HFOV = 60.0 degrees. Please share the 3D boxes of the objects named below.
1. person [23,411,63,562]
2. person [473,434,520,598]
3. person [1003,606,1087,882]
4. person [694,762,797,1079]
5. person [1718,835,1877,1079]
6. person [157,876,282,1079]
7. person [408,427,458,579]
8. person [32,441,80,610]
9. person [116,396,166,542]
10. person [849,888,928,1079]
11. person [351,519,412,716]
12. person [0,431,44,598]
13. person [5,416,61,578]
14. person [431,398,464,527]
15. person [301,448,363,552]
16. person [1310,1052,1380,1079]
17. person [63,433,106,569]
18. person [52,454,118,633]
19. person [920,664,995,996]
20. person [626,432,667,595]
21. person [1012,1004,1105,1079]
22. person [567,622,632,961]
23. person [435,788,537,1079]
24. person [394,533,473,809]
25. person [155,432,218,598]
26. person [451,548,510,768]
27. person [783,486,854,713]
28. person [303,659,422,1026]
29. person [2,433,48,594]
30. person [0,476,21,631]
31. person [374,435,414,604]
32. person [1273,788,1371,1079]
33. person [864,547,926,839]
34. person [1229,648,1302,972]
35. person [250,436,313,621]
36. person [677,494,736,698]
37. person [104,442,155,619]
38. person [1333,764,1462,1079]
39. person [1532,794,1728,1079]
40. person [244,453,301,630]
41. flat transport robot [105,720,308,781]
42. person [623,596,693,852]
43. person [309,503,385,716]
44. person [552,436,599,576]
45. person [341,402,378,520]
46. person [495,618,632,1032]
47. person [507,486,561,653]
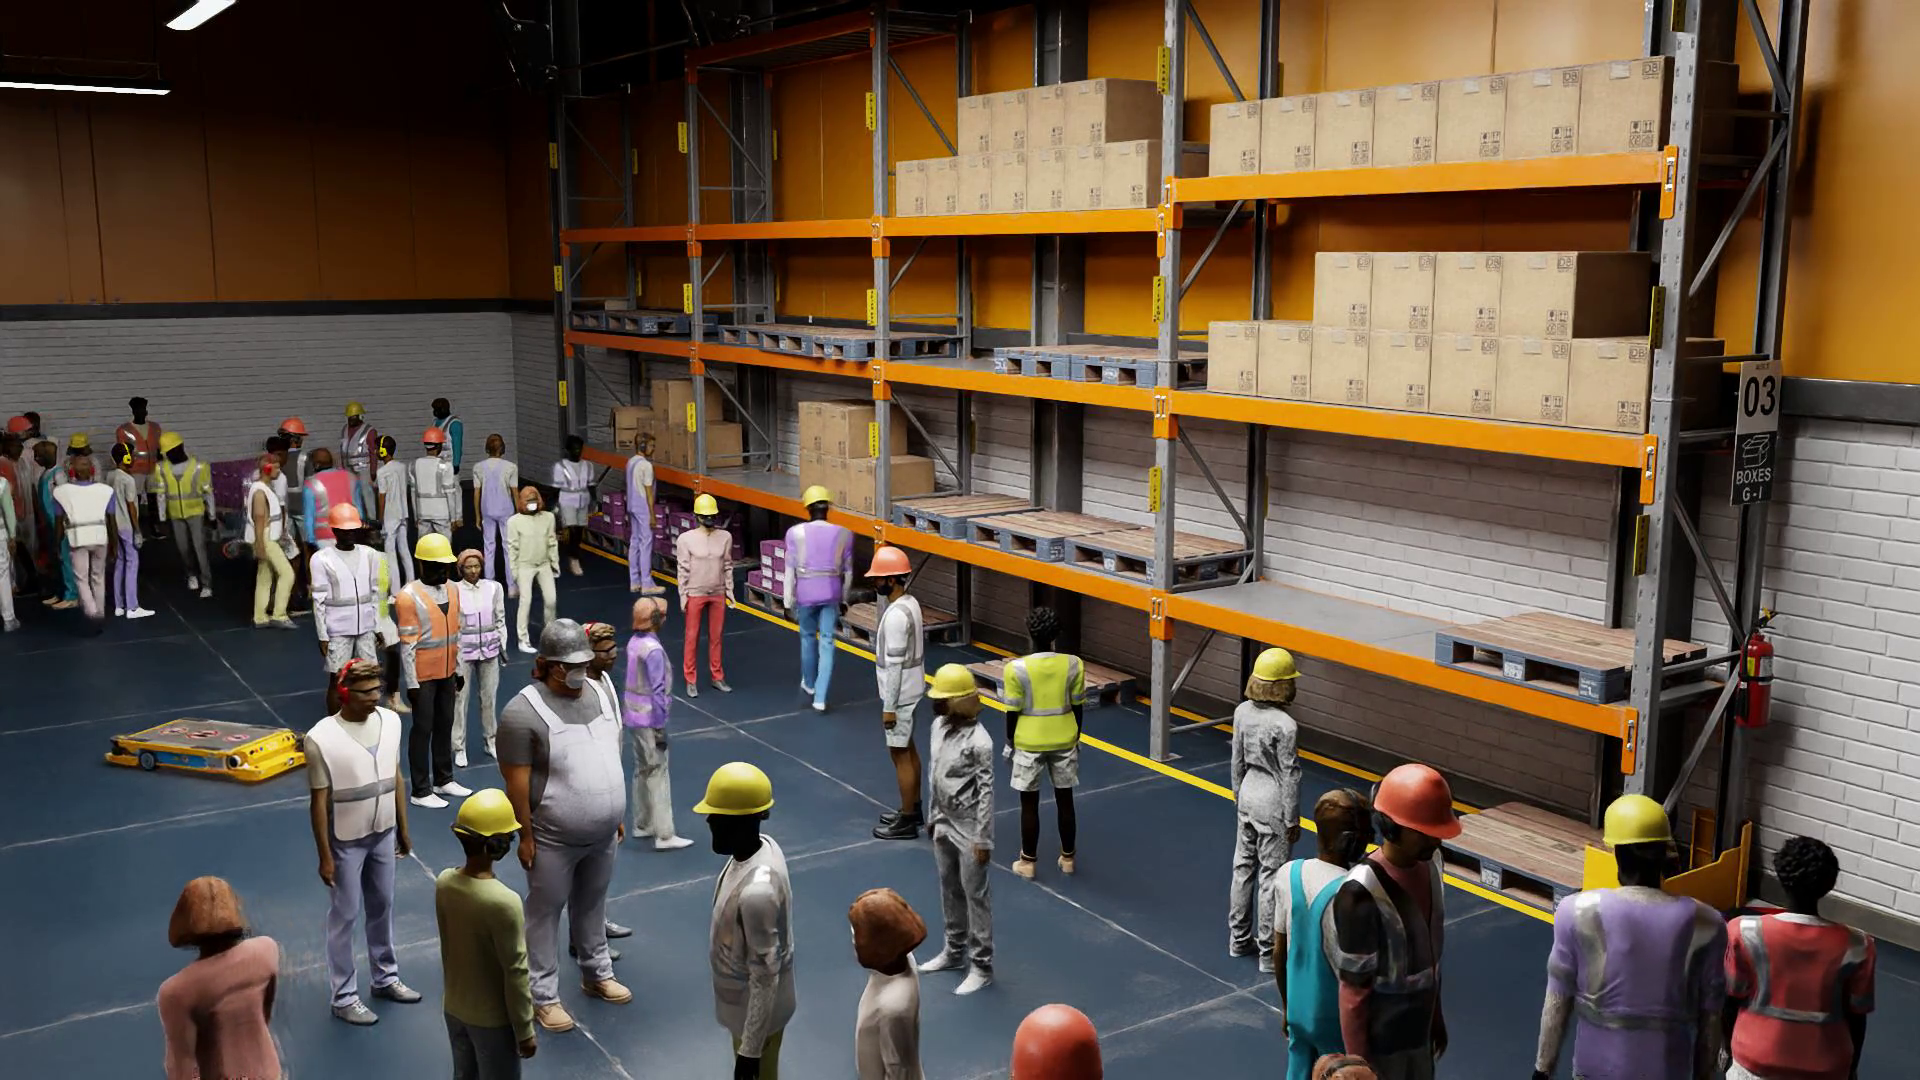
[{"bbox_3d":[-11.628,-0.695,20.971,0.600,1.890,0.887,-8,13,-39],"label":"person"},{"bbox_3d":[-5.150,-0.266,18.552,0.517,1.844,0.329,0,10,-1],"label":"person"},{"bbox_3d":[0.512,1.239,10.148,0.529,1.697,0.321,-3,10,-14],"label":"person"},{"bbox_3d":[-0.805,1.777,6.320,0.367,1.927,0.584,-2,10,-10],"label":"person"},{"bbox_3d":[3.073,1.925,6.159,0.532,1.690,0.322,2,10,14],"label":"person"},{"bbox_3d":[-2.721,1.993,6.076,0.838,1.585,0.489,7,12,34],"label":"person"},{"bbox_3d":[-5.818,-0.290,18.454,0.545,1.929,0.390,2,10,13],"label":"person"},{"bbox_3d":[-9.776,-0.164,17.975,0.343,1.839,0.506,-9,13,-43],"label":"person"},{"bbox_3d":[-10.938,-0.947,22.243,0.395,1.957,0.602,6,12,33],"label":"person"},{"bbox_3d":[-0.252,2.004,5.849,0.284,1.633,0.498,0,10,-3],"label":"person"},{"bbox_3d":[-4.797,0.663,13.600,0.610,1.680,0.550,6,11,31],"label":"person"},{"bbox_3d":[-10.699,-0.274,18.364,0.948,1.916,0.617,-4,11,-25],"label":"person"},{"bbox_3d":[-10.909,-0.499,19.686,0.892,1.925,0.647,1,10,8],"label":"person"},{"bbox_3d":[-7.250,-1.094,23.464,0.637,1.833,0.429,8,13,40],"label":"person"},{"bbox_3d":[-6.581,-0.060,17.437,0.435,1.816,0.656,7,12,37],"label":"person"},{"bbox_3d":[1.082,2.227,4.582,0.516,1.622,0.472,-2,10,-13],"label":"person"},{"bbox_3d":[-10.505,-0.441,19.968,0.512,1.713,0.566,0,10,0],"label":"person"},{"bbox_3d":[-8.791,0.053,16.776,0.582,1.819,0.756,-8,13,-40],"label":"person"},{"bbox_3d":[-0.016,1.485,8.623,0.356,1.736,0.535,-7,12,-34],"label":"person"},{"bbox_3d":[-3.582,-0.302,18.791,0.351,1.836,0.505,-8,12,-38],"label":"person"},{"bbox_3d":[0.247,2.113,4.278,0.622,1.941,1.002,1,10,7],"label":"person"},{"bbox_3d":[-2.021,1.348,9.073,0.381,1.844,0.566,0,10,3],"label":"person"},{"bbox_3d":[-1.830,1.834,6.493,0.524,1.761,0.339,8,13,41],"label":"person"},{"bbox_3d":[-3.629,0.899,11.517,0.394,1.919,0.582,4,11,24],"label":"person"},{"bbox_3d":[-8.693,-0.315,18.775,0.603,1.870,0.733,0,10,-3],"label":"person"},{"bbox_3d":[-3.642,0.870,12.484,0.524,1.639,0.308,-7,12,-37],"label":"person"},{"bbox_3d":[-1.209,0.481,14.098,0.605,1.859,0.922,-2,10,-10],"label":"person"},{"bbox_3d":[-3.004,1.484,8.311,0.390,1.837,0.561,5,11,28],"label":"person"},{"bbox_3d":[-10.604,-0.286,18.697,0.340,1.840,0.504,5,11,28],"label":"person"},{"bbox_3d":[-9.880,-0.024,16.832,0.616,1.945,0.399,-4,10,-22],"label":"person"},{"bbox_3d":[-6.232,-0.222,18.263,0.331,1.860,0.511,3,10,17],"label":"person"},{"bbox_3d":[1.395,1.833,6.255,0.344,1.839,0.504,-7,12,-34],"label":"person"},{"bbox_3d":[-0.427,0.998,10.902,0.391,1.929,0.546,1,10,7],"label":"person"},{"bbox_3d":[1.657,1.429,8.899,0.296,1.743,0.492,-5,11,-29],"label":"person"},{"bbox_3d":[-7.171,-0.134,17.515,0.647,1.922,0.813,7,12,36],"label":"person"},{"bbox_3d":[-2.196,0.476,14.426,0.522,1.769,0.317,-6,11,-31],"label":"person"},{"bbox_3d":[-8.795,-0.101,17.550,0.508,1.862,0.327,7,12,35],"label":"person"},{"bbox_3d":[1.591,1.780,6.029,0.409,2.028,0.611,9,13,42],"label":"person"},{"bbox_3d":[2.369,1.862,5.894,0.626,1.896,0.588,1,10,8],"label":"person"},{"bbox_3d":[-6.975,0.024,16.937,0.592,1.814,0.565,-4,10,-21],"label":"person"},{"bbox_3d":[-5.605,1.555,12.480,1.431,0.197,0.652,3,10,19],"label":"flat transport robot"},{"bbox_3d":[-1.996,1.169,10.765,0.352,1.630,0.535,-4,11,-25],"label":"person"},{"bbox_3d":[-4.678,0.673,12.771,0.354,1.939,0.544,8,13,41],"label":"person"},{"bbox_3d":[-4.557,-0.410,19.859,0.548,1.672,0.648,-9,13,-42],"label":"person"},{"bbox_3d":[-8.295,-1.000,22.944,0.594,1.824,0.403,4,11,24],"label":"person"},{"bbox_3d":[-1.909,1.386,8.280,0.538,2.000,0.684,7,12,36],"label":"person"},{"bbox_3d":[-4.101,0.278,16.028,0.517,1.615,0.304,-8,12,-38],"label":"person"}]
